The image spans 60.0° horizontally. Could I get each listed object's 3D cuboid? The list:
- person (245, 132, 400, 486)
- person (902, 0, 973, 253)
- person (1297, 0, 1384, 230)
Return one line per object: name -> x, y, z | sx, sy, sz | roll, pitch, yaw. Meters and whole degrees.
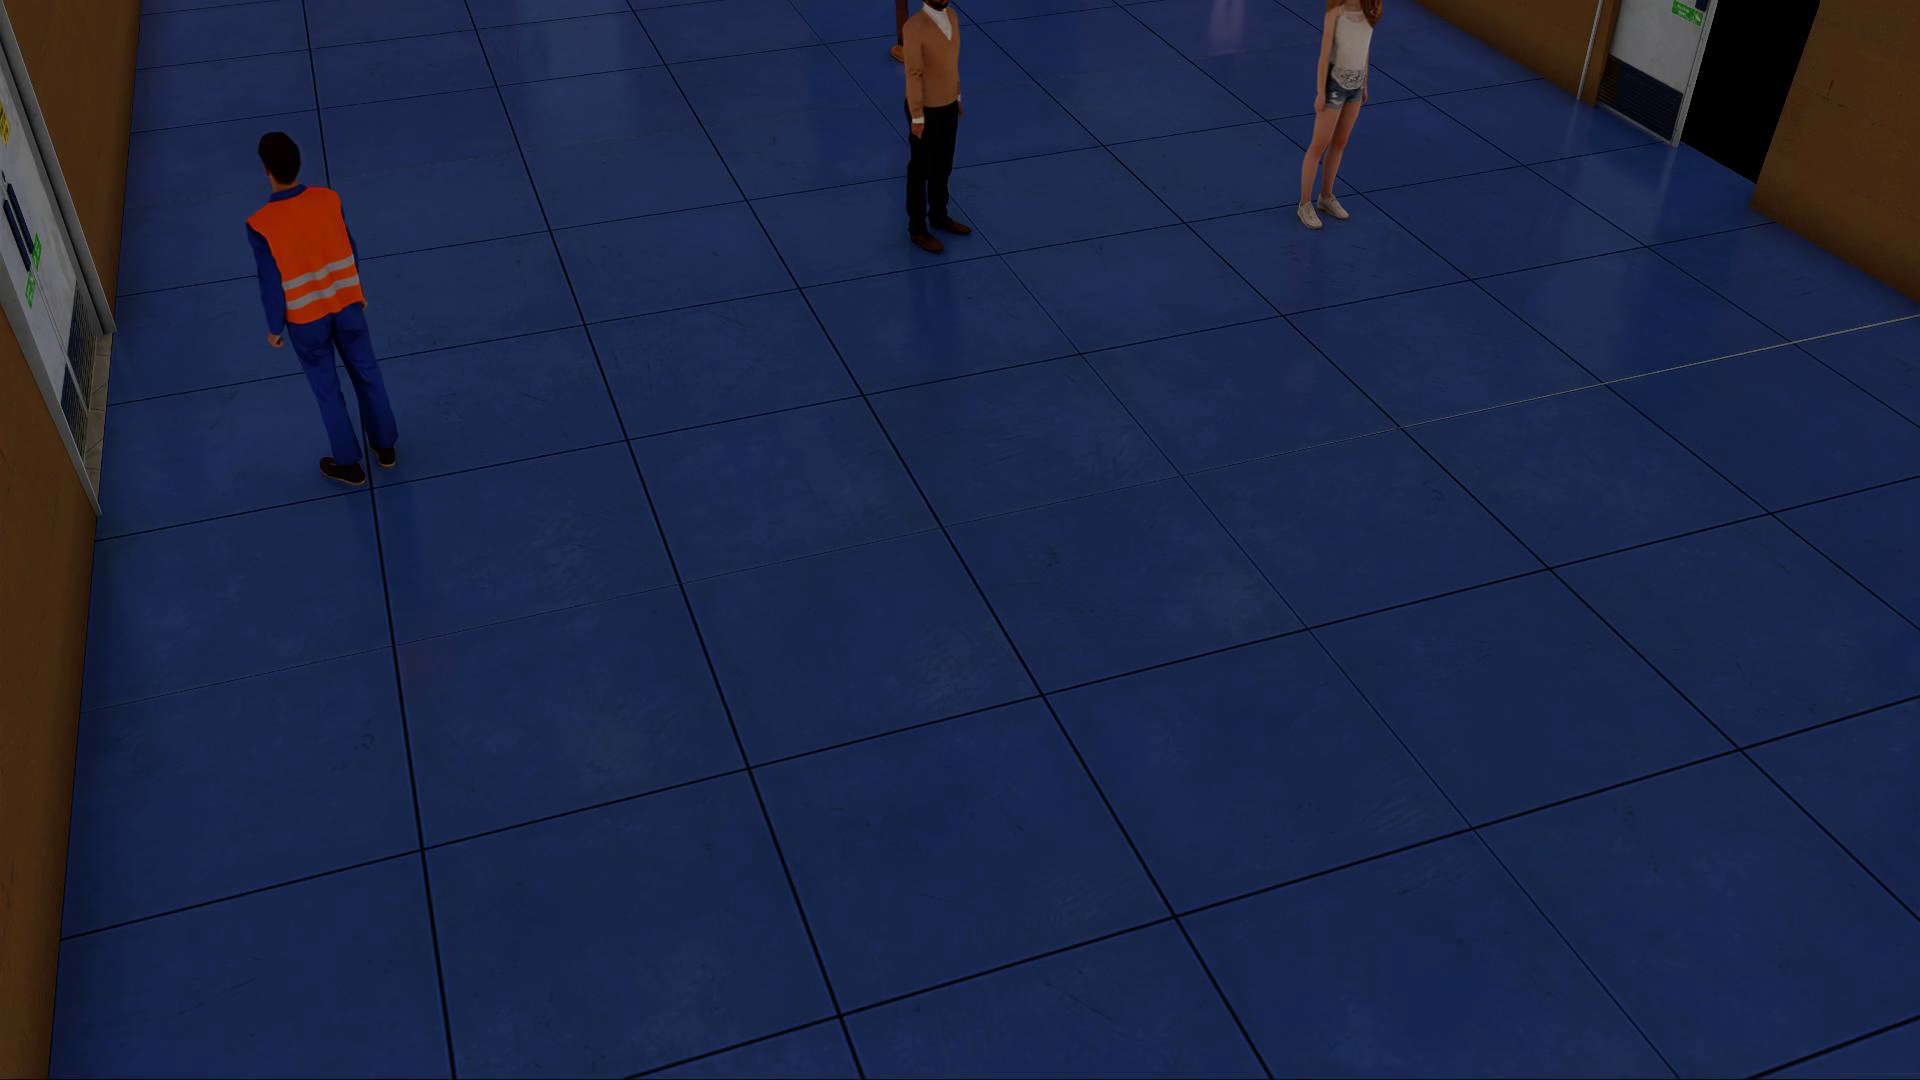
person -> -3.151, -1.124, 8.210 | 0.845, 1.863, 0.716 | 30, 46, 33
person -> -0.170, -2.705, 10.407 | 0.816, 1.754, 0.727 | 22, 42, 26
person -> 2.419, -2.879, 10.635 | 0.521, 1.759, 0.689 | -21, 42, -26
